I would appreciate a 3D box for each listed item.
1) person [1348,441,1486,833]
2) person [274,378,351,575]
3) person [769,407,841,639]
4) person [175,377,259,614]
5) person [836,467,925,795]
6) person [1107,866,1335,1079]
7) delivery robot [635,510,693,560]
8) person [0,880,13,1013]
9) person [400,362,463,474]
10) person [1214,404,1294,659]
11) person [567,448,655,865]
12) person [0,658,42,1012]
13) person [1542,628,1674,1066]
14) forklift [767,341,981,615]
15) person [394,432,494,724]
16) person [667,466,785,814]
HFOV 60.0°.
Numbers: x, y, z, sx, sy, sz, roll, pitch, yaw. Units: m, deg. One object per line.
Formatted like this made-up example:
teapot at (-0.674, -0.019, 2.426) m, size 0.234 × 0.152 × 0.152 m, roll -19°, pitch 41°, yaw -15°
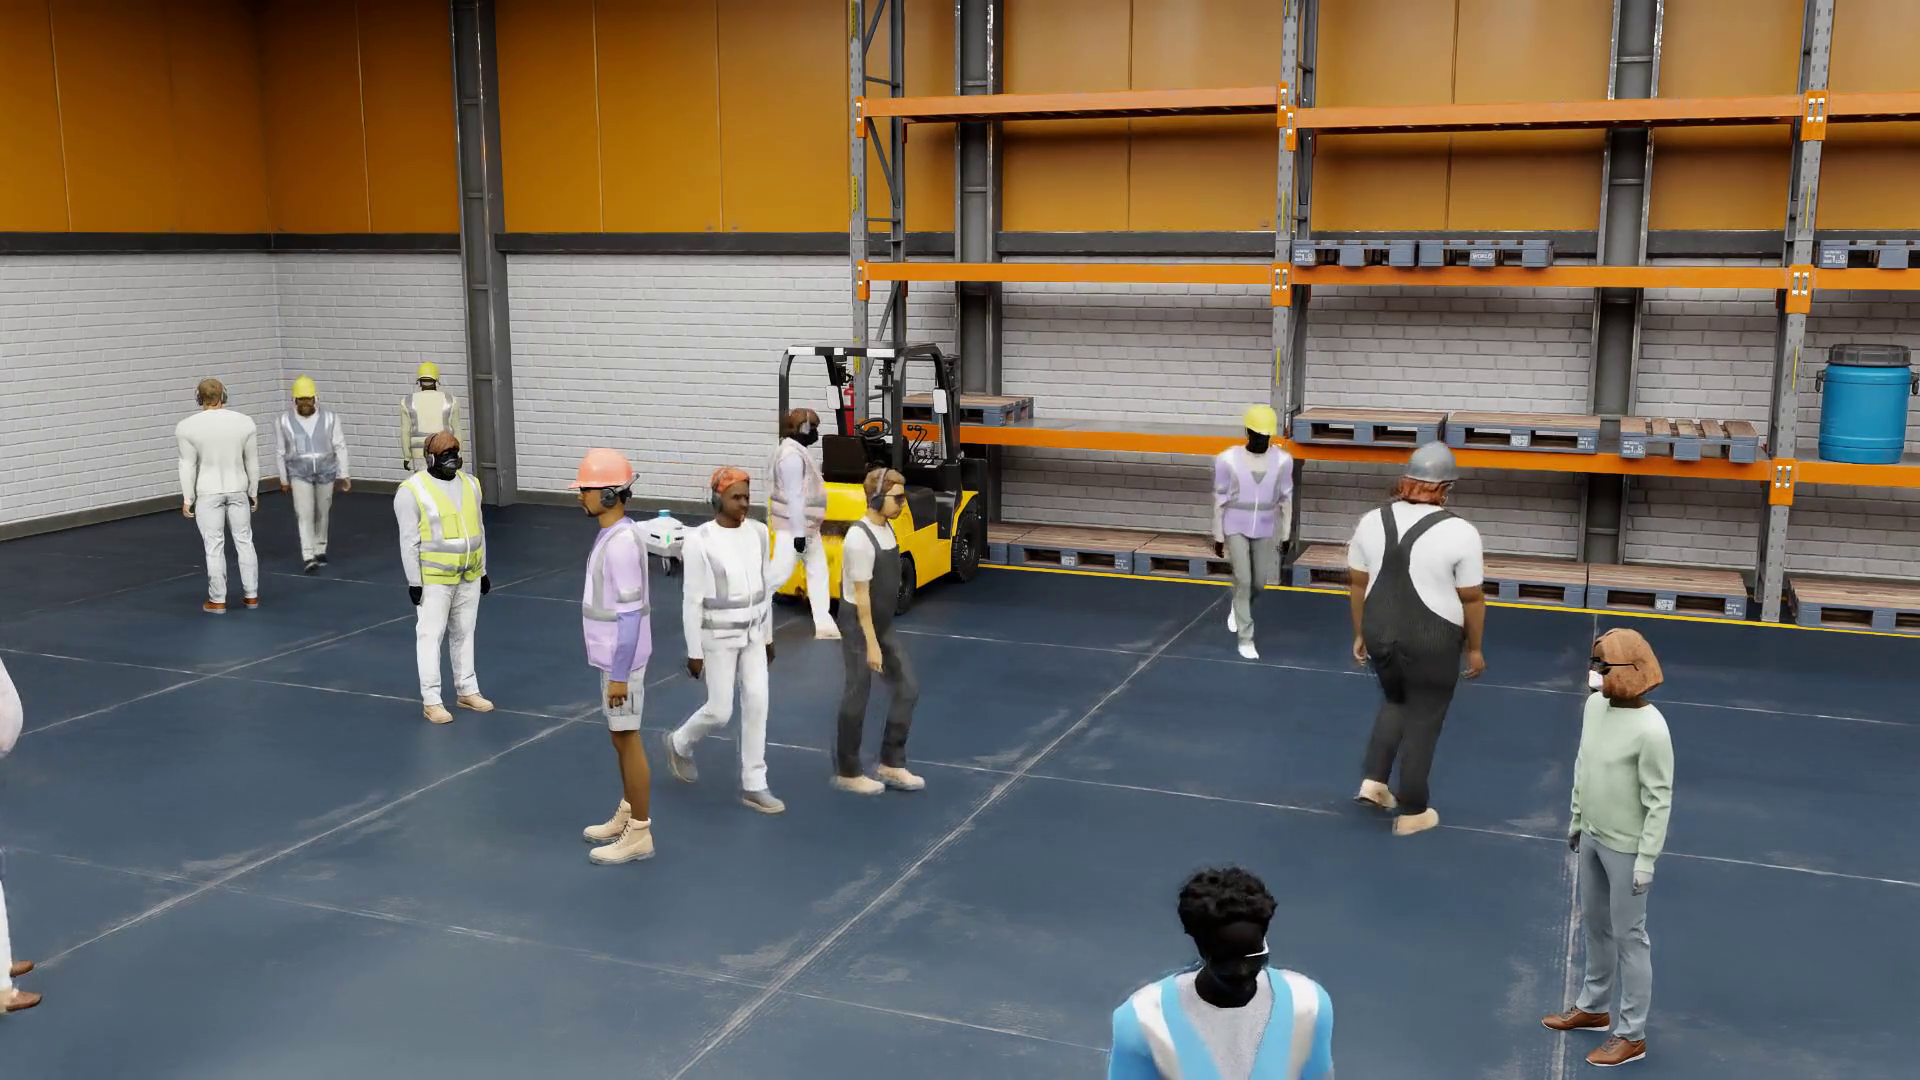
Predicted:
person at (2.383, 0.488, 8.601) m, size 0.543 × 2.000 × 0.698 m, roll -9°, pitch 13°, yaw -40°
person at (-5.946, -0.593, 15.318) m, size 0.606 × 1.781 × 0.910 m, roll -6°, pitch 12°, yaw -28°
person at (-1.322, -0.109, 12.637) m, size 0.921 × 1.800 × 0.627 m, roll 0°, pitch 10°, yaw 1°
person at (-6.062, -0.361, 13.635) m, size 0.629 × 1.934 × 0.378 m, roll -8°, pitch 13°, yaw -39°
person at (-0.426, 0.517, 9.042) m, size 0.631 × 1.818 × 0.531 m, roll 5°, pitch 11°, yaw 26°
person at (0.586, 1.509, 3.942) m, size 0.551 × 1.675 × 0.548 m, roll -1°, pitch 10°, yaw -7°
delivery robot at (-2.730, -0.038, 15.408) m, size 0.477 × 0.478 × 0.707 m, roll -8°, pitch 13°, yaw -37°
person at (-4.140, 0.975, 6.526) m, size 0.842 × 1.801 × 0.694 m, roll 4°, pitch 11°, yaw 23°
person at (-5.334, -0.884, 16.825) m, size 0.599 × 1.830 × 0.403 m, roll -3°, pitch 11°, yaw -17°
person at (2.139, -0.098, 12.334) m, size 0.596 × 1.885 × 0.754 m, roll -1°, pitch 10°, yaw -8°
person at (-1.706, 0.565, 8.167) m, size 0.373 × 2.043 × 0.615 m, roll -3°, pitch 11°, yaw -16°
person at (-3.932, 0.916, 6.607) m, size 0.401 × 1.904 × 0.640 m, roll -6°, pitch 12°, yaw -29°
person at (2.423, 1.127, 6.175) m, size 0.264 × 1.632 × 0.507 m, roll -2°, pitch 10°, yaw -10°
forklift at (-0.739, -0.602, 14.246) m, size 1.214 × 2.155 × 2.313 m, roll 4°, pitch 11°, yaw 21°
person at (-3.261, 0.227, 10.613) m, size 0.429 × 1.844 × 0.627 m, roll 7°, pitch 12°, yaw 34°
person at (-1.264, 0.518, 8.936) m, size 0.724 × 1.862 × 0.586 m, roll 9°, pitch 14°, yaw 41°
